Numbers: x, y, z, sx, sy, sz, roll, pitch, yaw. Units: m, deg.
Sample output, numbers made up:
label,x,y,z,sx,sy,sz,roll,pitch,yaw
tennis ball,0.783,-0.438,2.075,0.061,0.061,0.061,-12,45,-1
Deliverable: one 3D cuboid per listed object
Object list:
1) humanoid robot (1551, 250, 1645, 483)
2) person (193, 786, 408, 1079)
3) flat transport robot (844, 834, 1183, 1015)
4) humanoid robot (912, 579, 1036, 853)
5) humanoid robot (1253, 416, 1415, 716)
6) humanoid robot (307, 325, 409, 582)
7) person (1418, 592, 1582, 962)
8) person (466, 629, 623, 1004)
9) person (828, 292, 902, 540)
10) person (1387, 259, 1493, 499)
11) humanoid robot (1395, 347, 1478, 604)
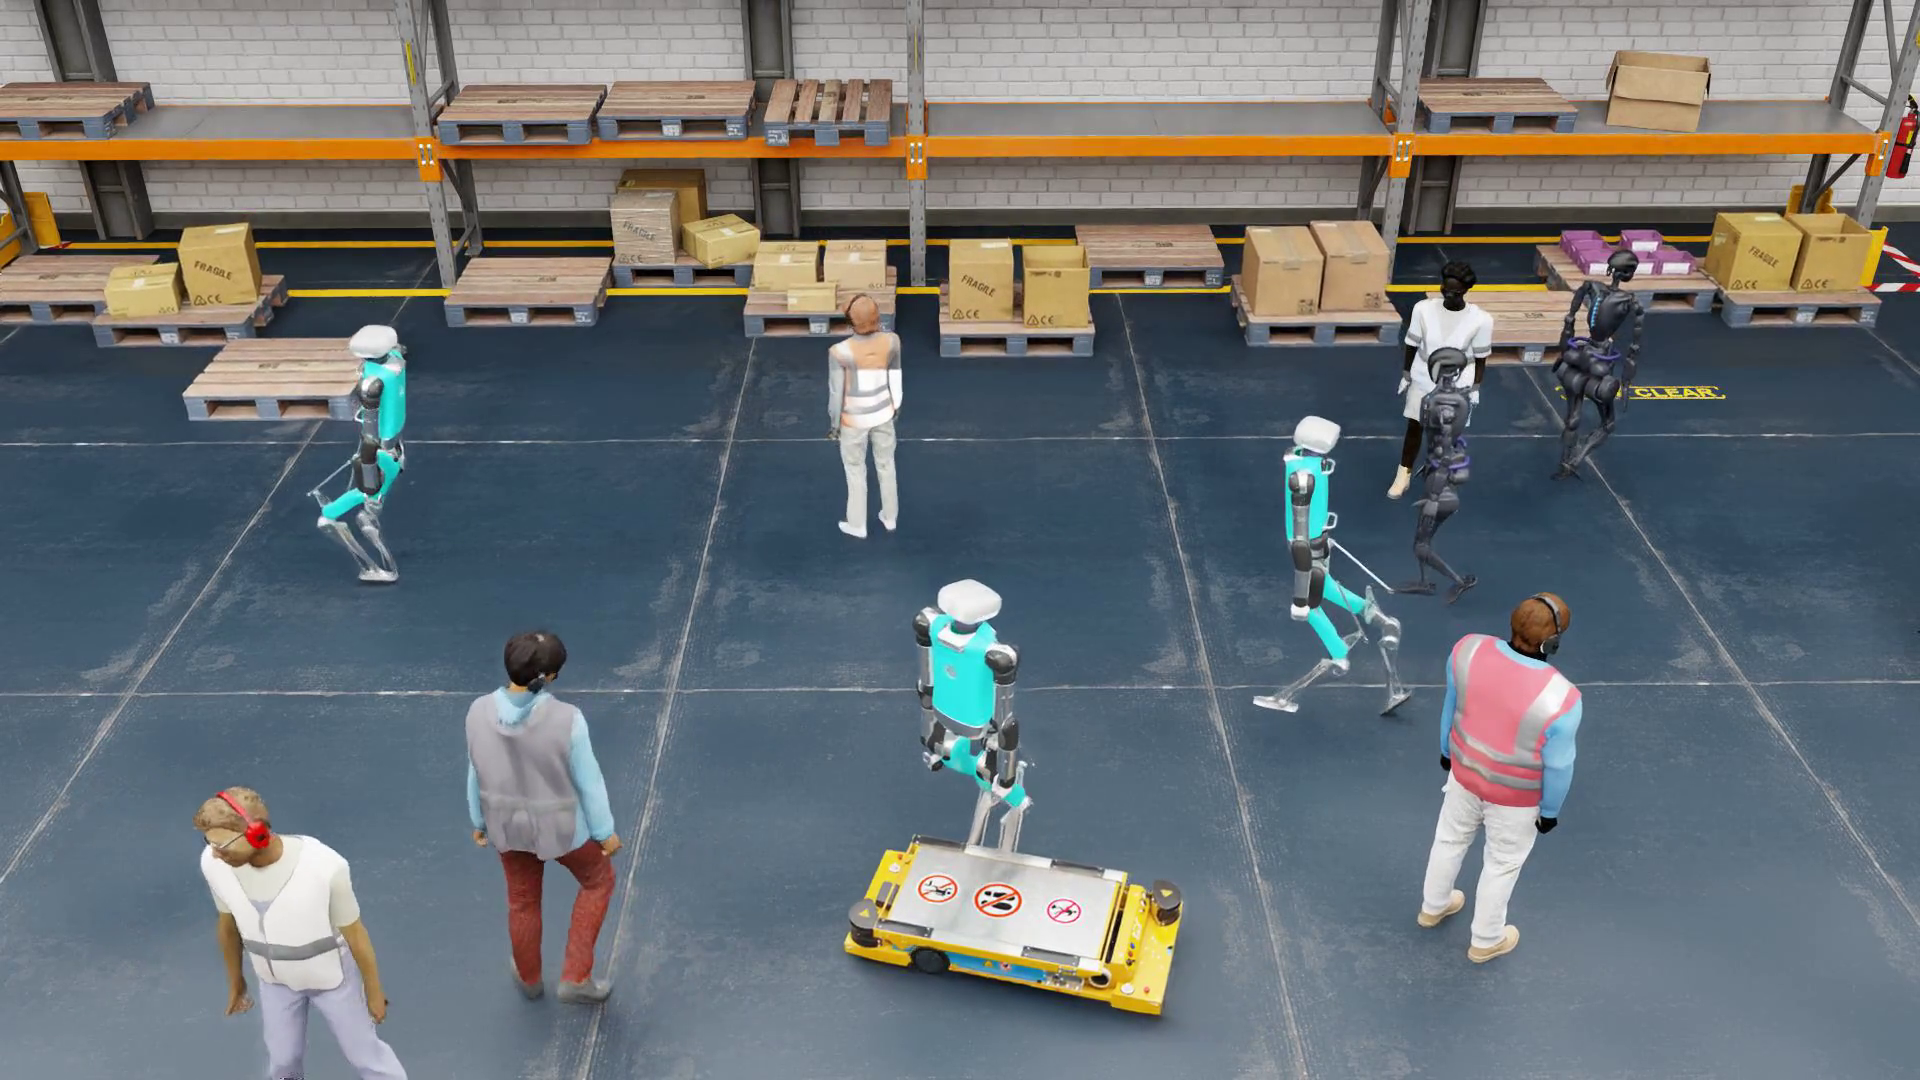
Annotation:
label,x,y,z,sx,sy,sz,roll,pitch,yaw
humanoid robot,4.120,-1.119,10.904,0.384,1.653,0.612,-20,36,-30
person,-2.421,1.623,6.202,0.628,1.821,0.451,4,31,7
flat transport robot,0.254,1.724,7.541,1.431,0.231,0.659,8,32,13
humanoid robot,0.150,0.905,7.492,0.538,1.807,0.661,23,38,34
humanoid robot,2.092,0.226,8.630,0.978,1.769,0.533,9,32,14
humanoid robot,-3.512,-0.389,9.719,0.793,1.857,0.559,2,31,4
person,2.343,1.019,7.203,0.431,1.836,0.629,-23,38,-33
person,-1.735,1.198,6.871,0.636,1.865,0.411,5,31,8
person,-0.583,-0.760,10.348,0.527,1.639,0.311,-18,36,-28
person,3.089,-1.002,10.688,0.539,1.697,0.317,14,34,23
humanoid robot,2.857,-0.375,9.672,0.477,1.630,0.589,4,31,7
